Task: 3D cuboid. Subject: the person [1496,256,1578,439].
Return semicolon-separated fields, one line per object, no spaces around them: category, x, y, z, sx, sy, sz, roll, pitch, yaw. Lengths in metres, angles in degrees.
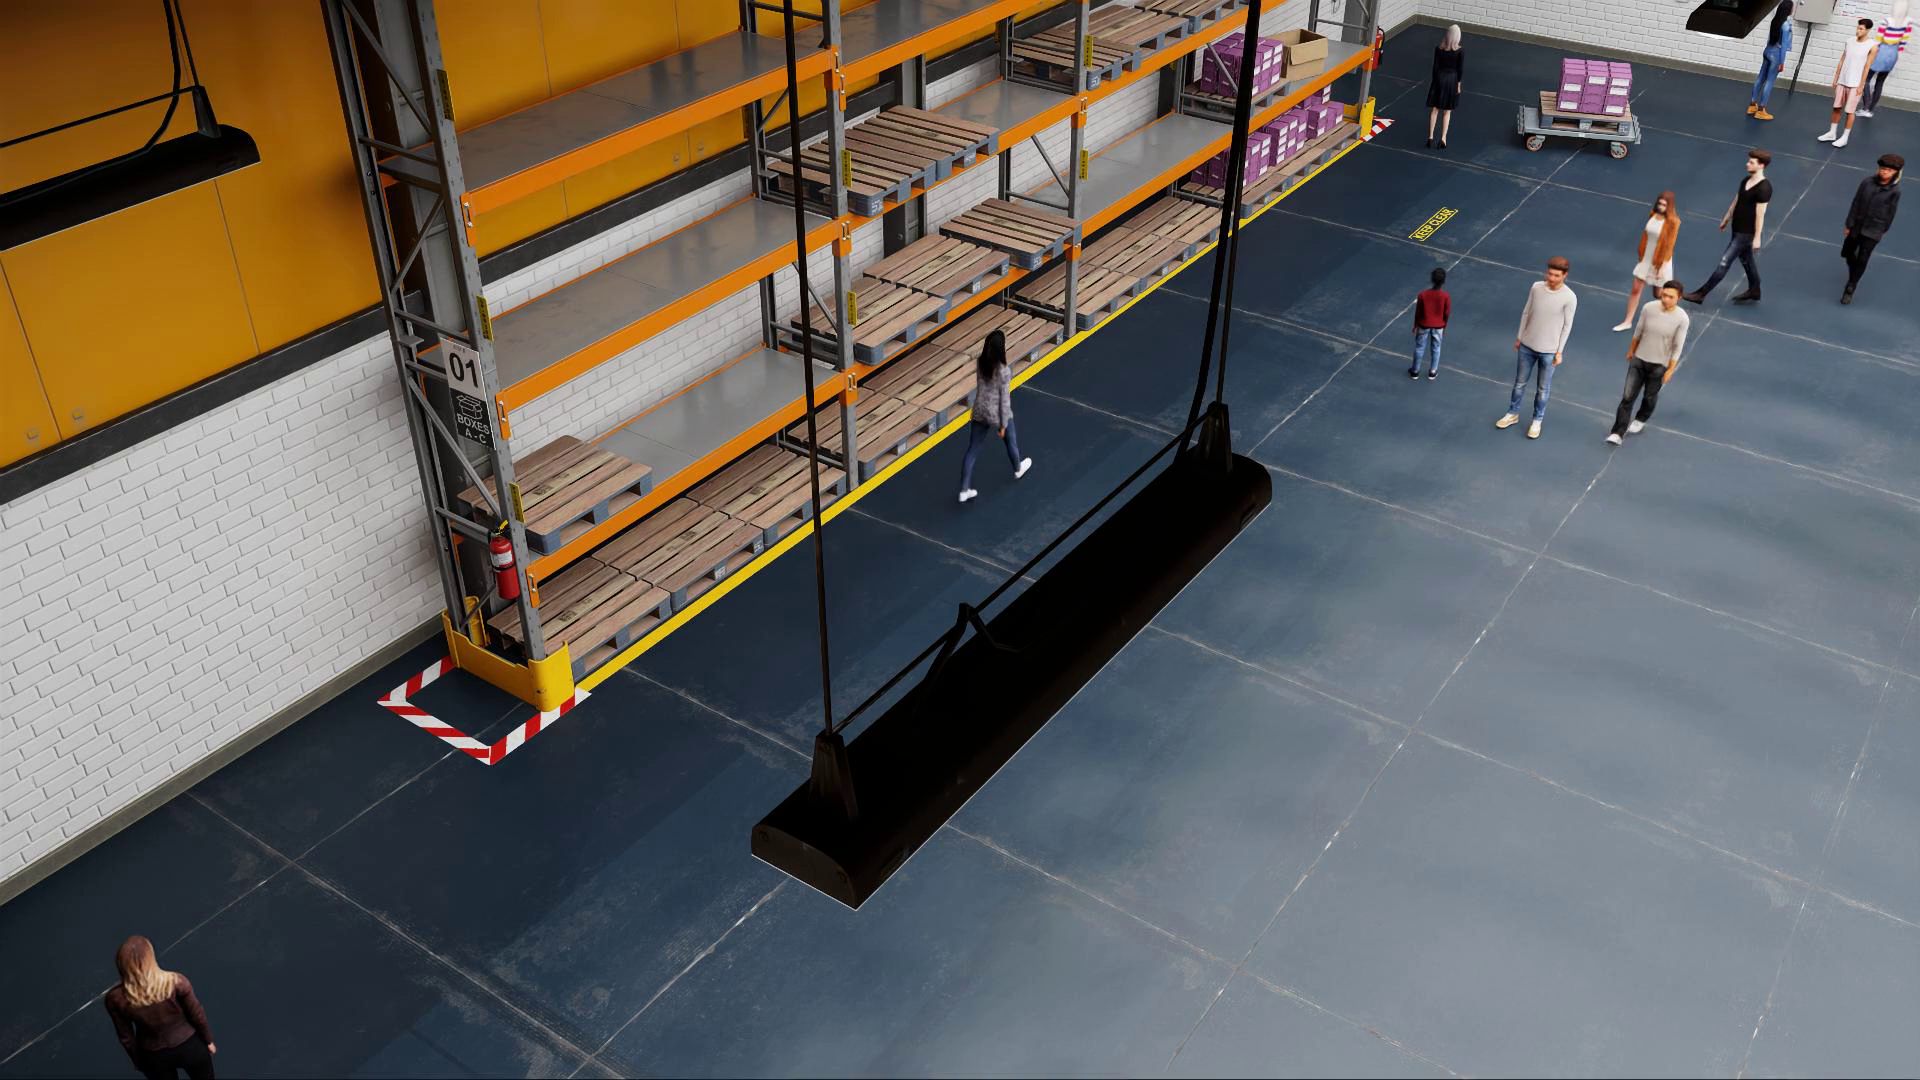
person;5.788;-1.947;16.575;0.656;1.902;0.582;24;40;31

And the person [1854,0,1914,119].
person;13.563;-7.060;24.353;0.805;1.808;0.851;1;34;1

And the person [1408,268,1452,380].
person;5.009;-2.295;17.683;0.574;1.255;0.592;6;34;8

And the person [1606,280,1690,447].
person;6.892;-1.795;16.465;0.696;1.771;1.131;24;41;32

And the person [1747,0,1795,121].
person;11.965;-7.088;24.481;0.737;1.712;0.654;-2;34;-3

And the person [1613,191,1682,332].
person;7.810;-3.106;18.517;1.101;1.682;0.908;-17;37;-23

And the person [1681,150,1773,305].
person;9.044;-3.518;18.991;1.223;1.844;1.283;1;34;1

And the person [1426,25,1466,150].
person;6.813;-6.365;23.363;0.648;1.746;0.626;13;36;19

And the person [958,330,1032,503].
person;0.228;-1.118;15.528;0.689;1.680;1.187;24;41;32

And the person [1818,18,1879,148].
person;12.613;-6.476;23.498;0.739;1.780;0.736;-16;37;-22

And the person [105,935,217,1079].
person;-4.483;2.905;9.455;0.635;1.703;0.733;-11;35;-16

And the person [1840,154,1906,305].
person;10.516;-3.654;19.270;0.626;1.761;1.002;22;40;30
